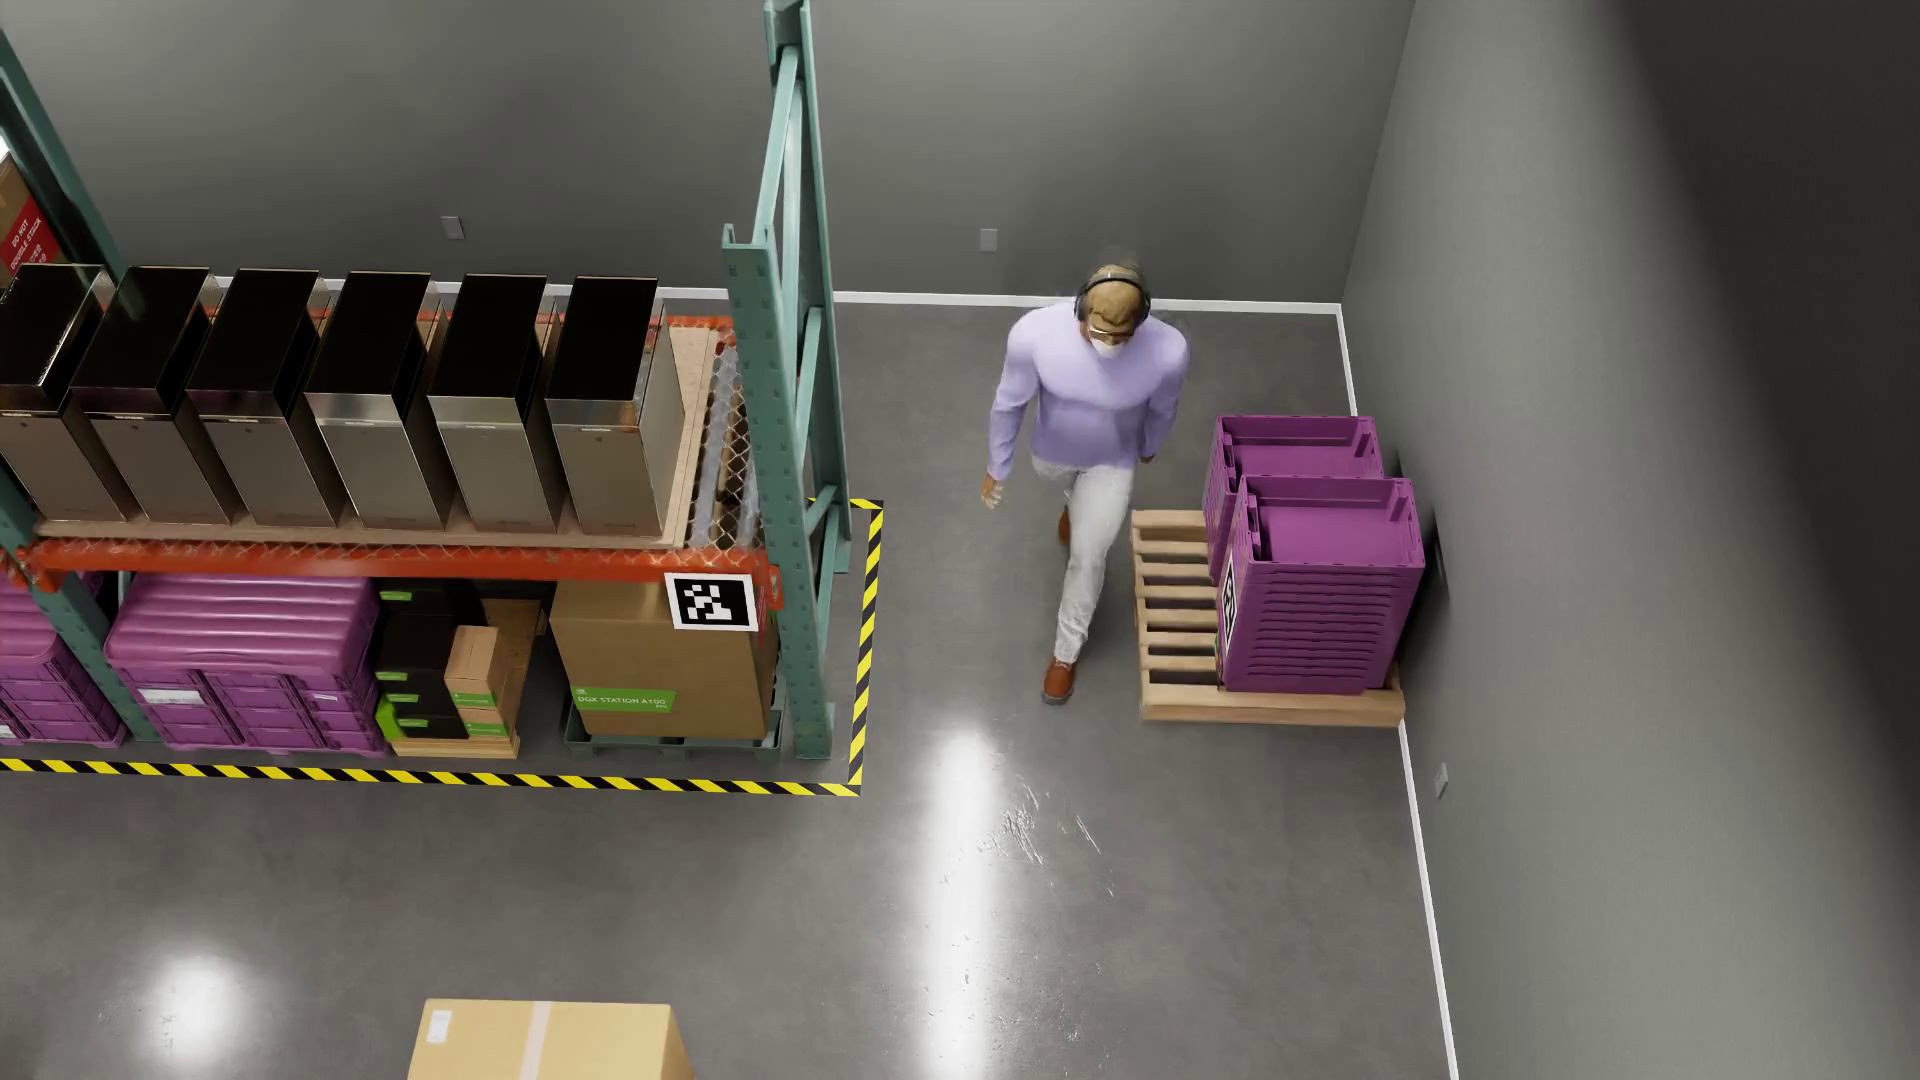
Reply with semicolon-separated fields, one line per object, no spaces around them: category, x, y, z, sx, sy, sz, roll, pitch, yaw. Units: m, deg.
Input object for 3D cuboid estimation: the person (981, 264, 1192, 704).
person;0.465;-0.367;6.029;0.651;1.887;1.080;12;53;10
